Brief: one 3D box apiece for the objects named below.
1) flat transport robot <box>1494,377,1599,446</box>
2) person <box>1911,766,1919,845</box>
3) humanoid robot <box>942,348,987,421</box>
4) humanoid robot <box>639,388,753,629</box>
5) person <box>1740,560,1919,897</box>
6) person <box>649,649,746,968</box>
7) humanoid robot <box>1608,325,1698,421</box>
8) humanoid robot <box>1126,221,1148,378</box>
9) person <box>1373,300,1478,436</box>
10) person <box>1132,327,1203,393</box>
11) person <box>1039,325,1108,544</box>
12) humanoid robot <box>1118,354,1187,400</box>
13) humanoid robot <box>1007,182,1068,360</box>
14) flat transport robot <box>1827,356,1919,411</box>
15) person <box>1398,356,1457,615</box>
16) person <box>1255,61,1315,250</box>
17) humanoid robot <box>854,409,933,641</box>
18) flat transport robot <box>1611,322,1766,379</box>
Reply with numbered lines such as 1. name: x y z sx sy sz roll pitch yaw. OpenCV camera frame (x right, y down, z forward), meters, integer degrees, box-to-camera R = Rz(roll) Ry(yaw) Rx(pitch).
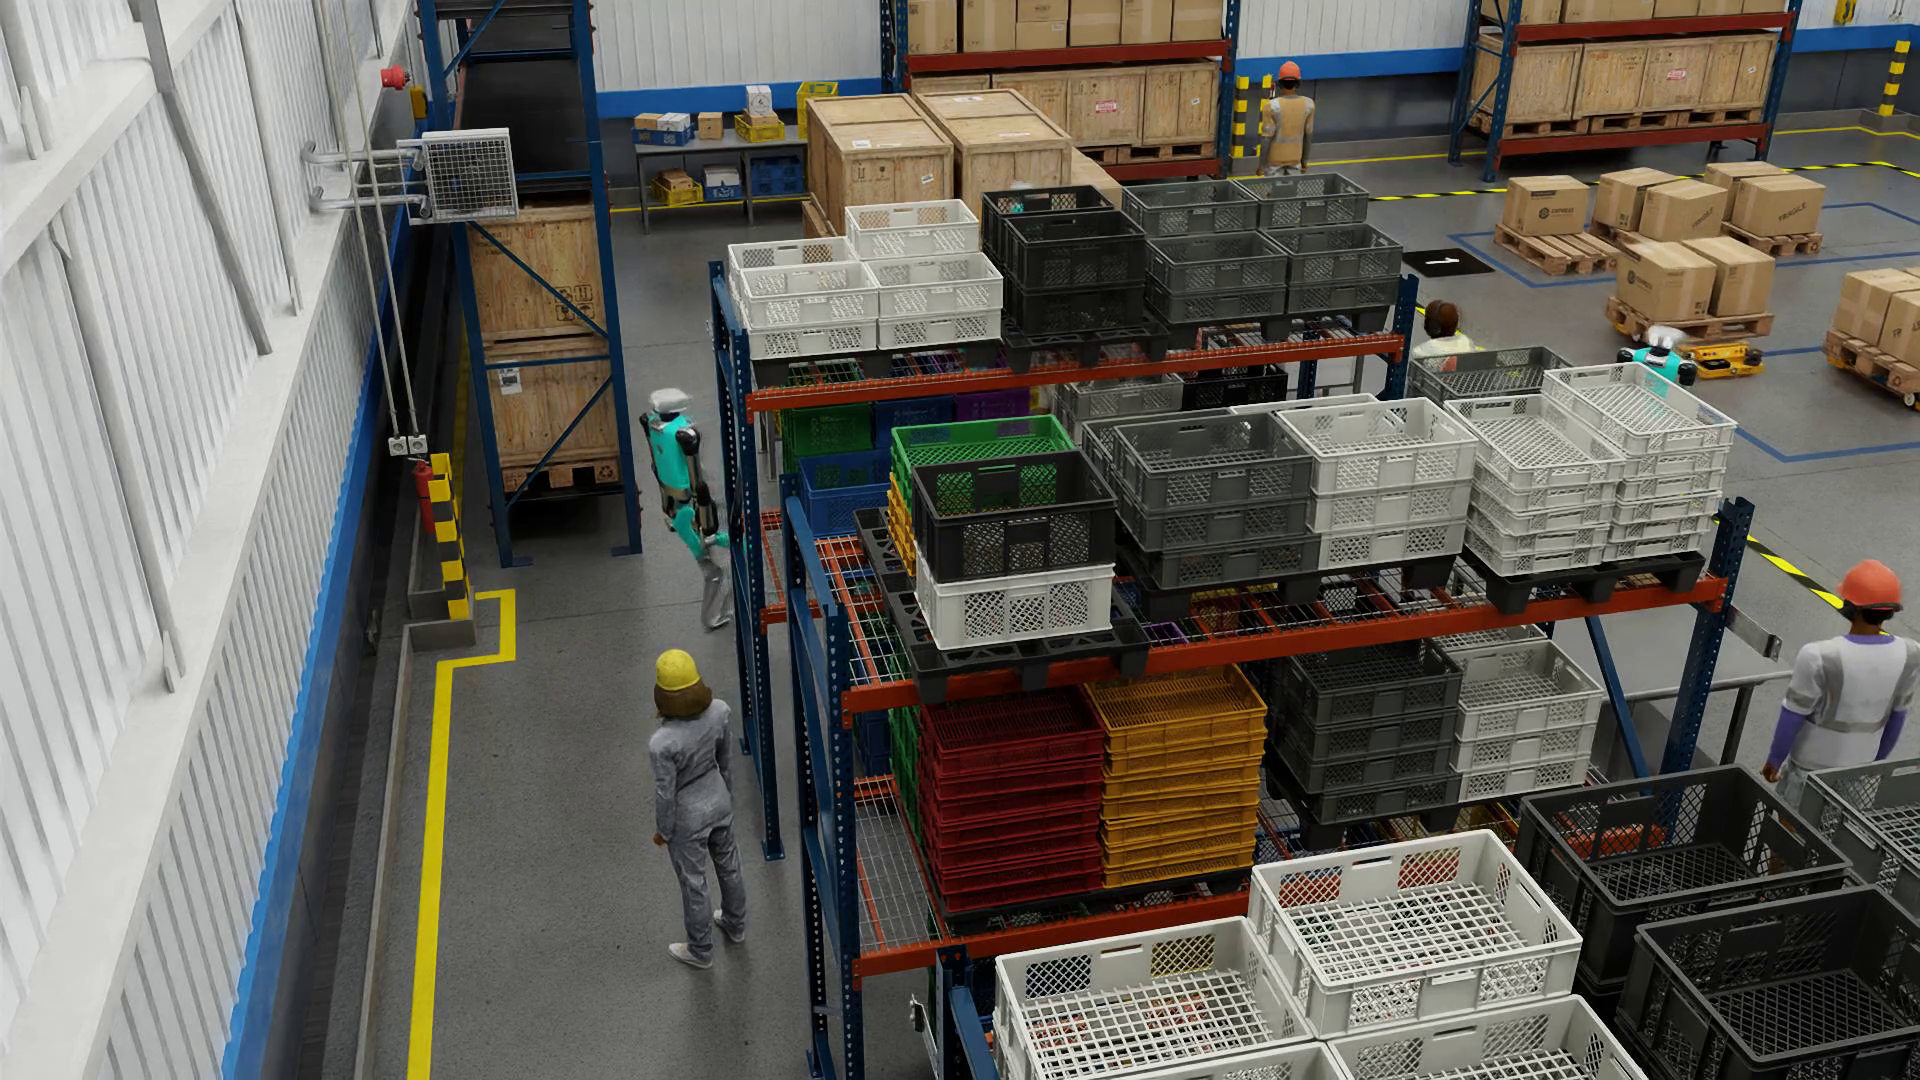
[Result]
1. flat transport robot: 4.780 -1.036 14.013 0.659 0.231 1.431 -6 28 -12
2. person: 4.880 1.144 8.268 0.524 1.768 0.329 -17 32 -29
3. humanoid robot: 0.224 -0.897 12.286 0.549 1.889 0.754 20 34 33
4. humanoid robot: -1.632 -0.159 10.877 0.740 1.871 0.541 -24 36 -38
5. person: 4.281 1.027 8.207 0.614 2.037 0.405 -1 28 -2
6. person: -1.288 1.291 8.022 0.307 1.735 0.483 21 35 35
7. humanoid robot: 4.887 -0.786 11.820 0.533 1.675 0.735 16 32 28
8. humanoid robot: 1.582 -1.972 14.332 0.800 1.620 0.589 -6 28 -11
9. person: 3.285 -0.892 12.078 0.631 1.809 0.852 -20 34 -33
10. person: 1.532 -1.098 12.367 0.588 1.914 0.393 20 34 33
11. person: 0.785 -0.619 11.543 0.508 1.837 0.345 3 28 6
12. humanoid robot: 1.354 -0.782 12.024 0.609 1.635 0.488 12 30 21
13. humanoid robot: 0.723 -2.361 14.948 1.005 1.736 0.549 -6 28 -12
14. flat transport robot: 8.482 -1.448 14.765 0.652 0.197 1.431 -6 28 -12
15. person: 3.150 -0.312 10.849 0.356 1.938 0.543 -18 33 -31
16. person: 3.483 -4.129 17.981 0.613 2.038 0.382 -8 29 -16
17. humanoid robot: -0.497 -0.040 10.565 0.805 1.796 0.540 -20 34 -33
18. flat transport robot: 6.817 -1.887 15.597 0.652 0.197 1.431 -6 28 -12
